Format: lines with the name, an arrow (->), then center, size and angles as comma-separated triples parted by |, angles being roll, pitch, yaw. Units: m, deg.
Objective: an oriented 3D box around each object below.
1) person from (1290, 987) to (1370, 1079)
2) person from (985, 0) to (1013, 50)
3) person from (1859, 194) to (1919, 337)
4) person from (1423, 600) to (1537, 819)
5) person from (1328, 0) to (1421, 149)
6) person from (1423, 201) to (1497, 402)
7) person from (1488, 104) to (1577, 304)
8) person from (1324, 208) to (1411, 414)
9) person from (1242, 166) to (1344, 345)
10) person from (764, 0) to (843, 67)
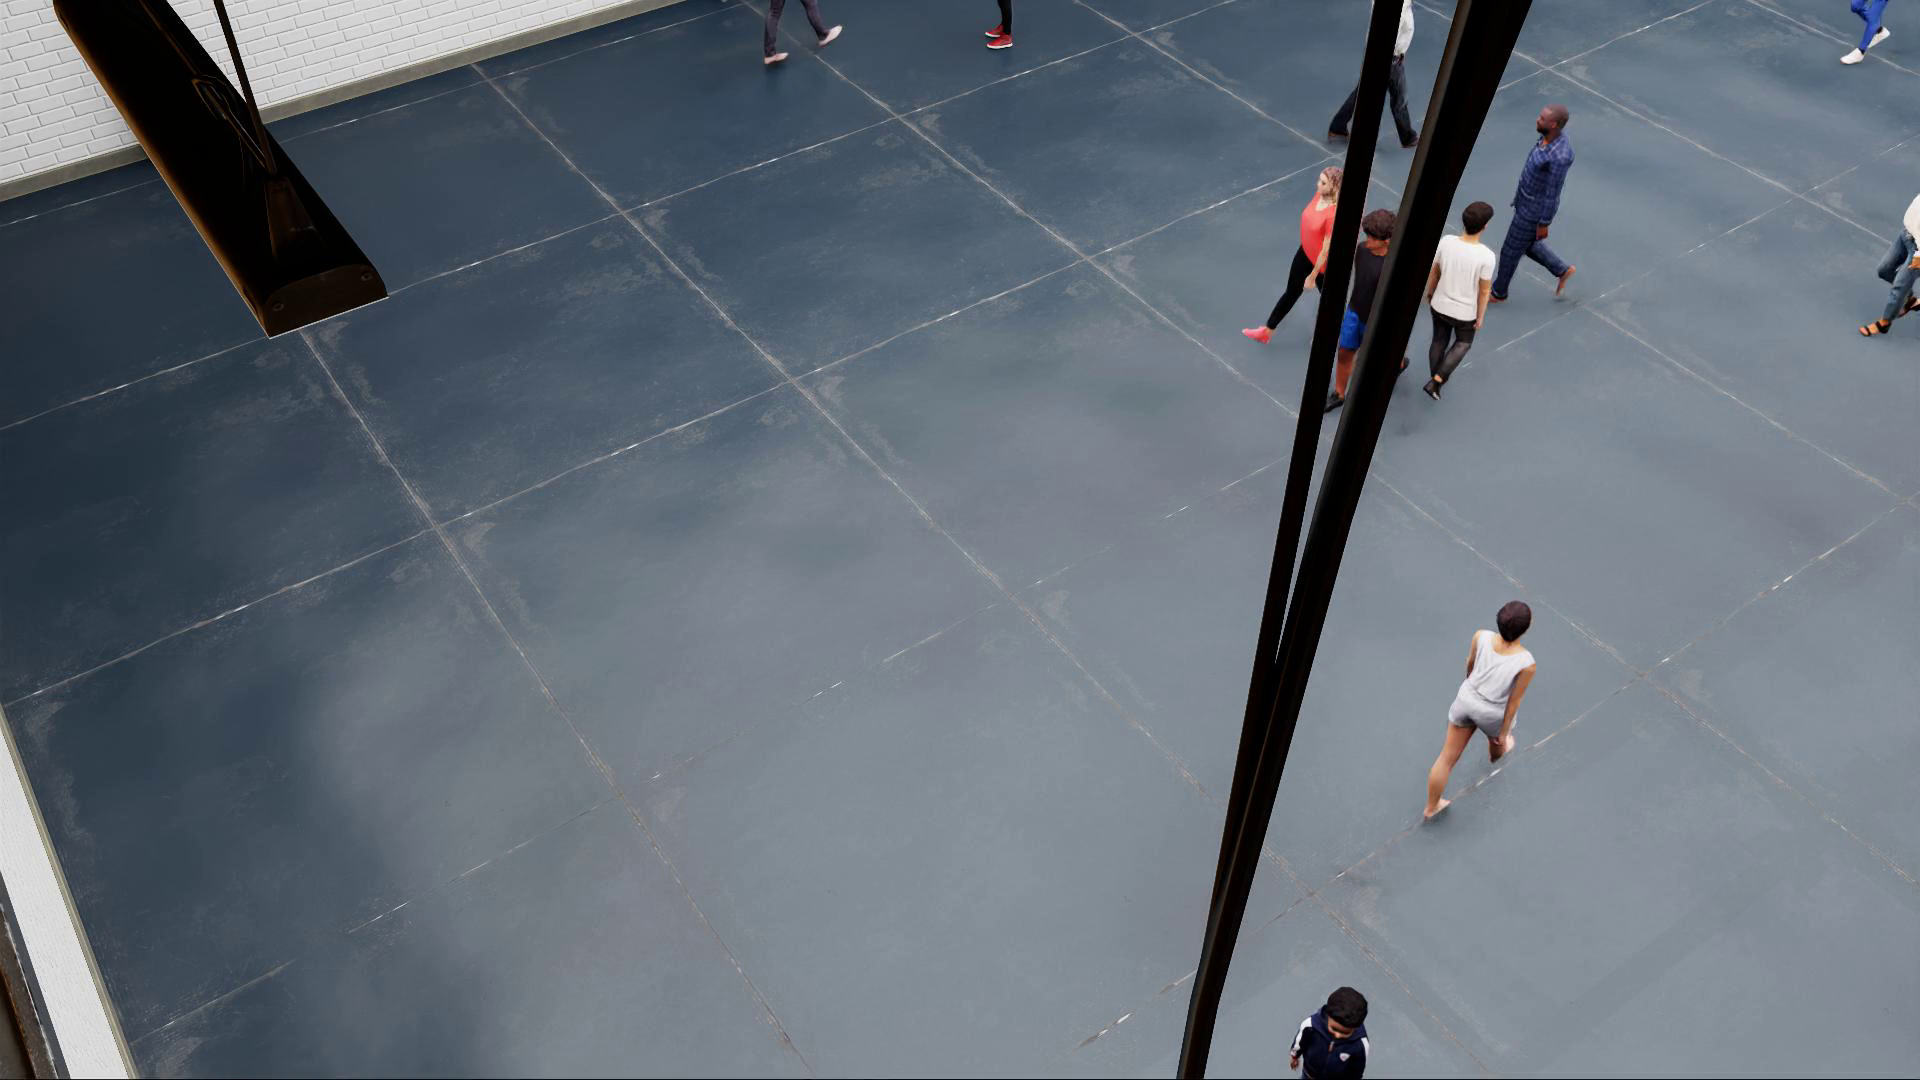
person -> 1.849, 2.620, 8.334 | 0.581, 1.222, 0.582 | 23, 48, 22
person -> 0.431, -5.834, 16.879 | 0.699, 1.675, 0.680 | -1, 44, -1
person -> 7.691, -2.327, 13.201 | 0.851, 1.671, 0.791 | 3, 44, 3
person -> 3.021, 1.038, 9.752 | 0.712, 1.557, 1.139 | 34, 53, 30
person -> 3.855, -4.436, 15.343 | 1.266, 1.769, 1.167 | 4, 44, 5
person -> 3.719, -1.757, 12.571 | 0.774, 1.714, 0.867 | 28, 50, 26
person -> 4.752, -2.688, 13.492 | 1.120, 1.792, 1.045 | 4, 44, 4
person -> 3.160, -1.748, 12.524 | 1.066, 1.766, 0.647 | -23, 48, -23
person -> 2.909, -2.182, 13.060 | 1.145, 1.655, 0.857 | -10, 44, -10
person -> -1.779, -5.580, 16.544 | 0.855, 1.769, 1.253 | 33, 53, 30
